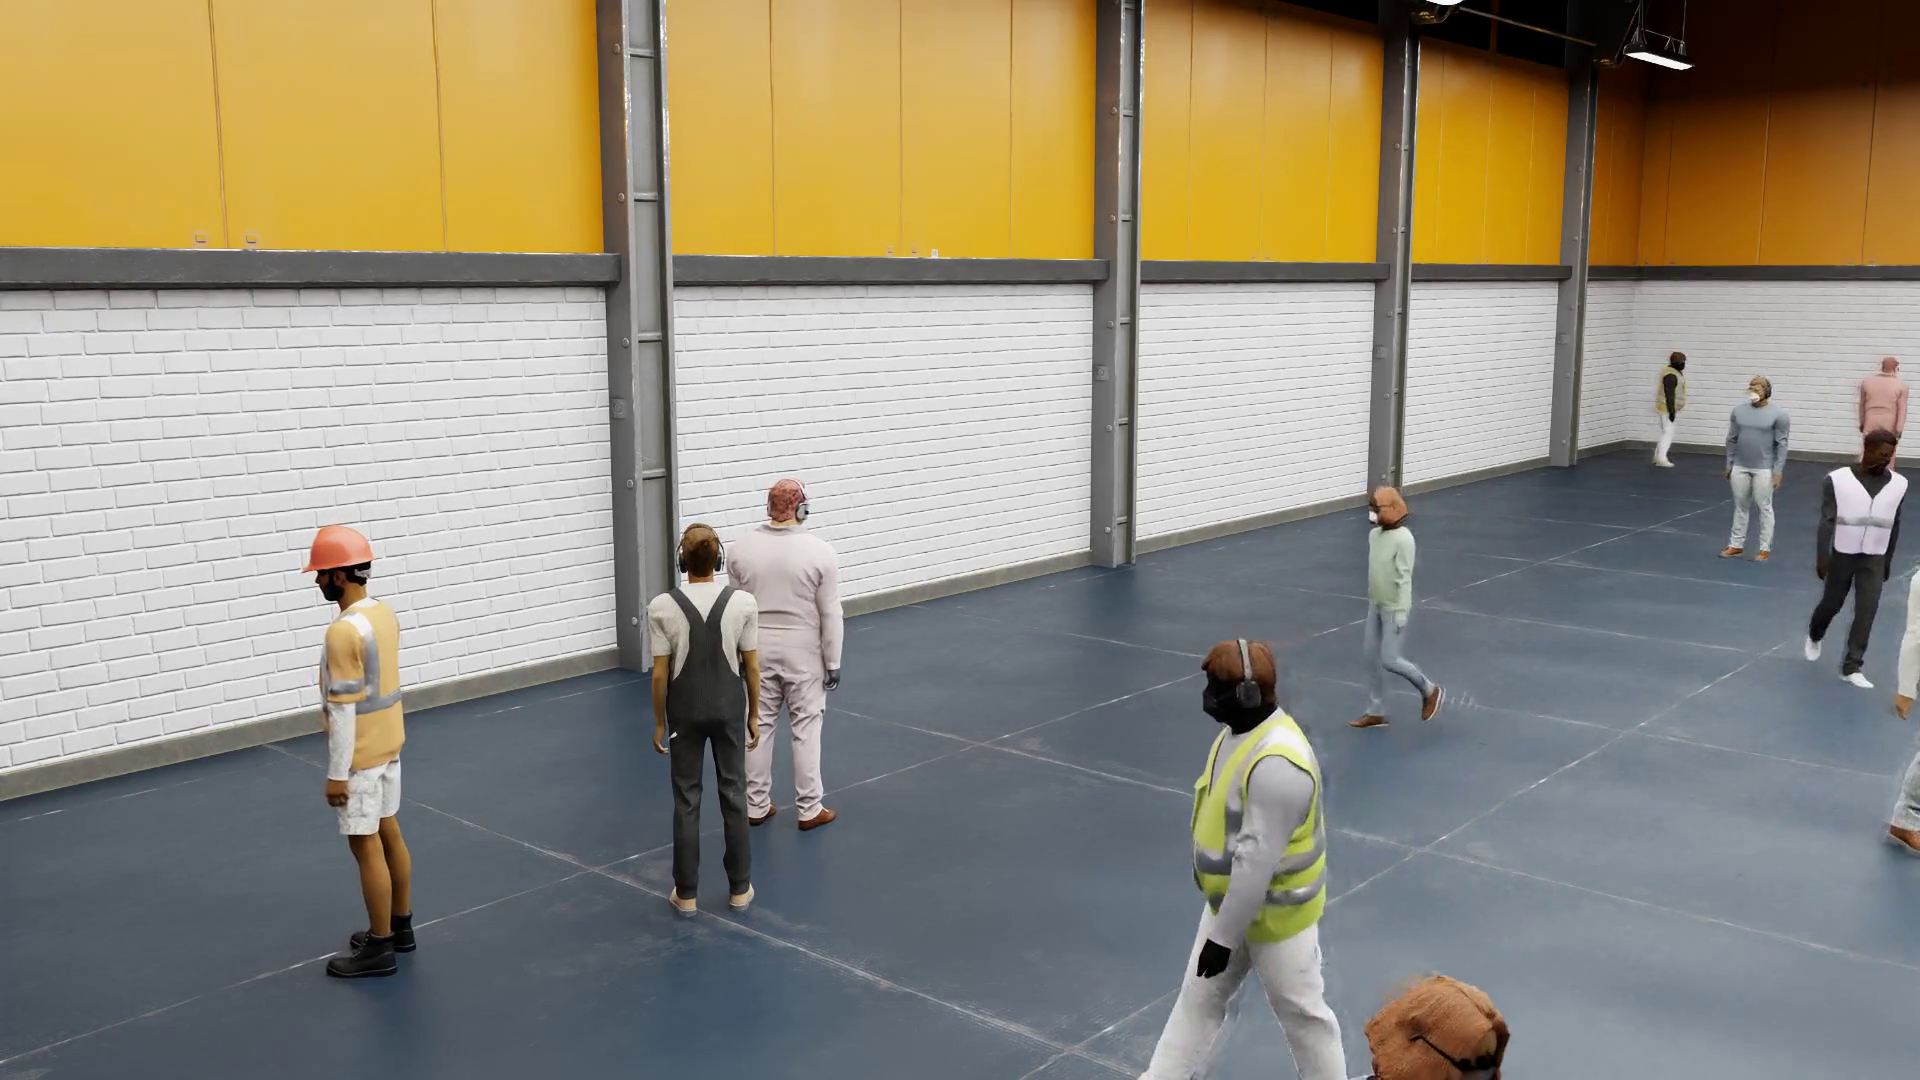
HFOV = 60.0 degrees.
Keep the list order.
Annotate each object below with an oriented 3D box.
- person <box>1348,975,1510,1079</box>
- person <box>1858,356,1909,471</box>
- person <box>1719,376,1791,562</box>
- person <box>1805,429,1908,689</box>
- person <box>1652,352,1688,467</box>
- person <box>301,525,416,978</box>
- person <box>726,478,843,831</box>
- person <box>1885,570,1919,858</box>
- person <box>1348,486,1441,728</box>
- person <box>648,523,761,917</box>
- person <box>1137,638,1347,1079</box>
[{"bbox_3d":[0.904,1.628,3.475,0.515,1.604,0.484,-1,9,-6],"label":"person"},{"bbox_3d":[12.712,-1.603,22.975,0.649,1.875,0.917,9,13,44],"label":"person"},{"bbox_3d":[8.294,-0.740,17.360,0.383,1.931,0.654,-7,11,-36],"label":"person"},{"bbox_3d":[6.596,0.096,12.290,0.597,1.879,0.849,1,9,6],"label":"person"},{"bbox_3d":[11.034,-2.024,25.835,0.477,1.803,0.706,5,10,28],"label":"person"},{"bbox_3d":[-2.577,0.894,7.104,0.380,1.929,0.539,0,9,-1],"label":"person"},{"bbox_3d":[-0.918,0.613,8.960,0.636,1.900,0.403,2,9,14],"label":"person"},{"bbox_3d":[5.015,0.740,8.160,0.647,1.887,1.040,-3,9,-16],"label":"person"},{"bbox_3d":[2.855,0.448,10.869,0.508,1.616,0.512,-3,9,-17],"label":"person"},{"bbox_3d":[-1.181,0.833,7.738,0.506,1.847,0.345,-2,9,-13],"label":"person"},{"bbox_3d":[0.904,1.217,5.487,0.937,1.790,0.635,-1,9,-7],"label":"person"}]
